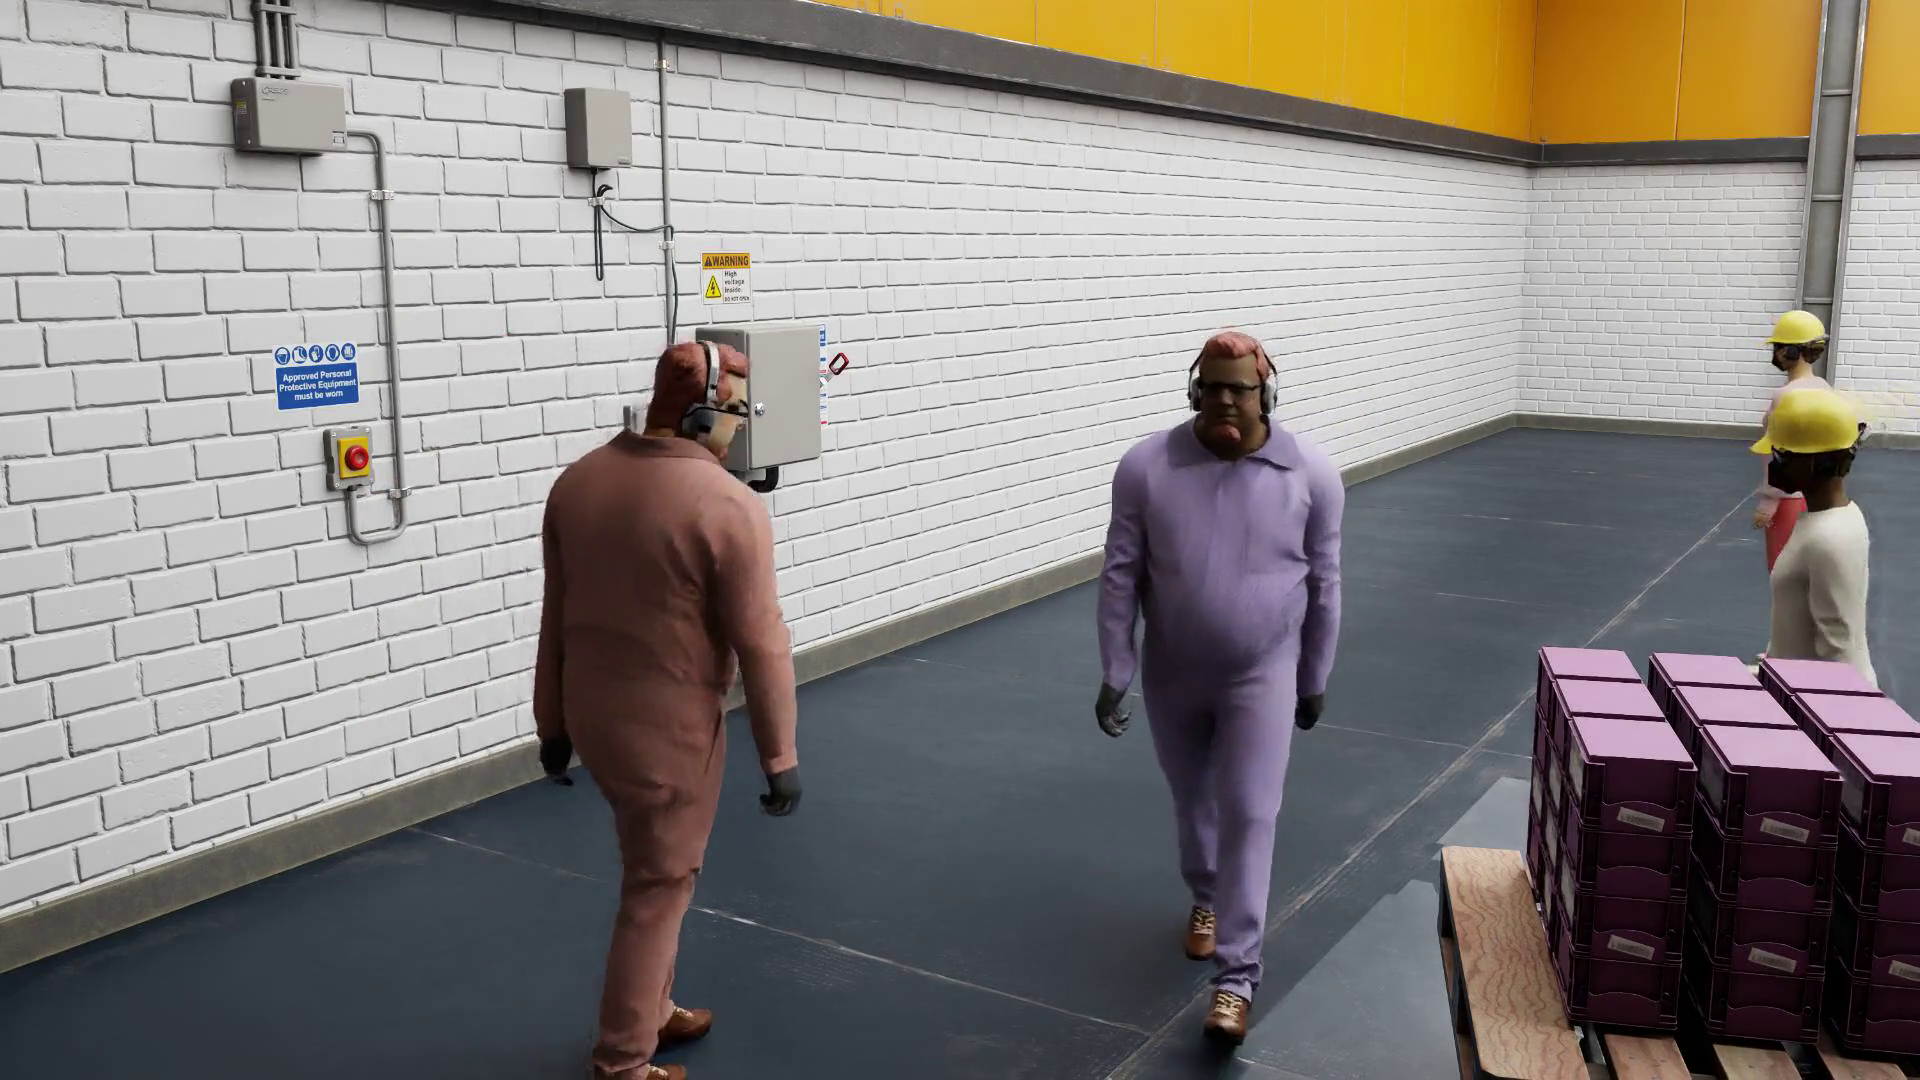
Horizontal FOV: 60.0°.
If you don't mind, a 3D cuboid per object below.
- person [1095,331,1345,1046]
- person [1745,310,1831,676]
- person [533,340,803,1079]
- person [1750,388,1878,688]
[{"bbox_3d":[0.694,0.367,4.545,0.642,1.853,1.008,3,11,17],"label":"person"},{"bbox_3d":[3.985,-0.214,8.016,0.322,1.767,0.530,10,14,44],"label":"person"},{"bbox_3d":[-0.688,0.459,4.018,0.667,1.865,0.642,8,13,38],"label":"person"},{"bbox_3d":[2.383,0.436,4.588,0.944,1.707,0.518,6,12,29],"label":"person"}]
